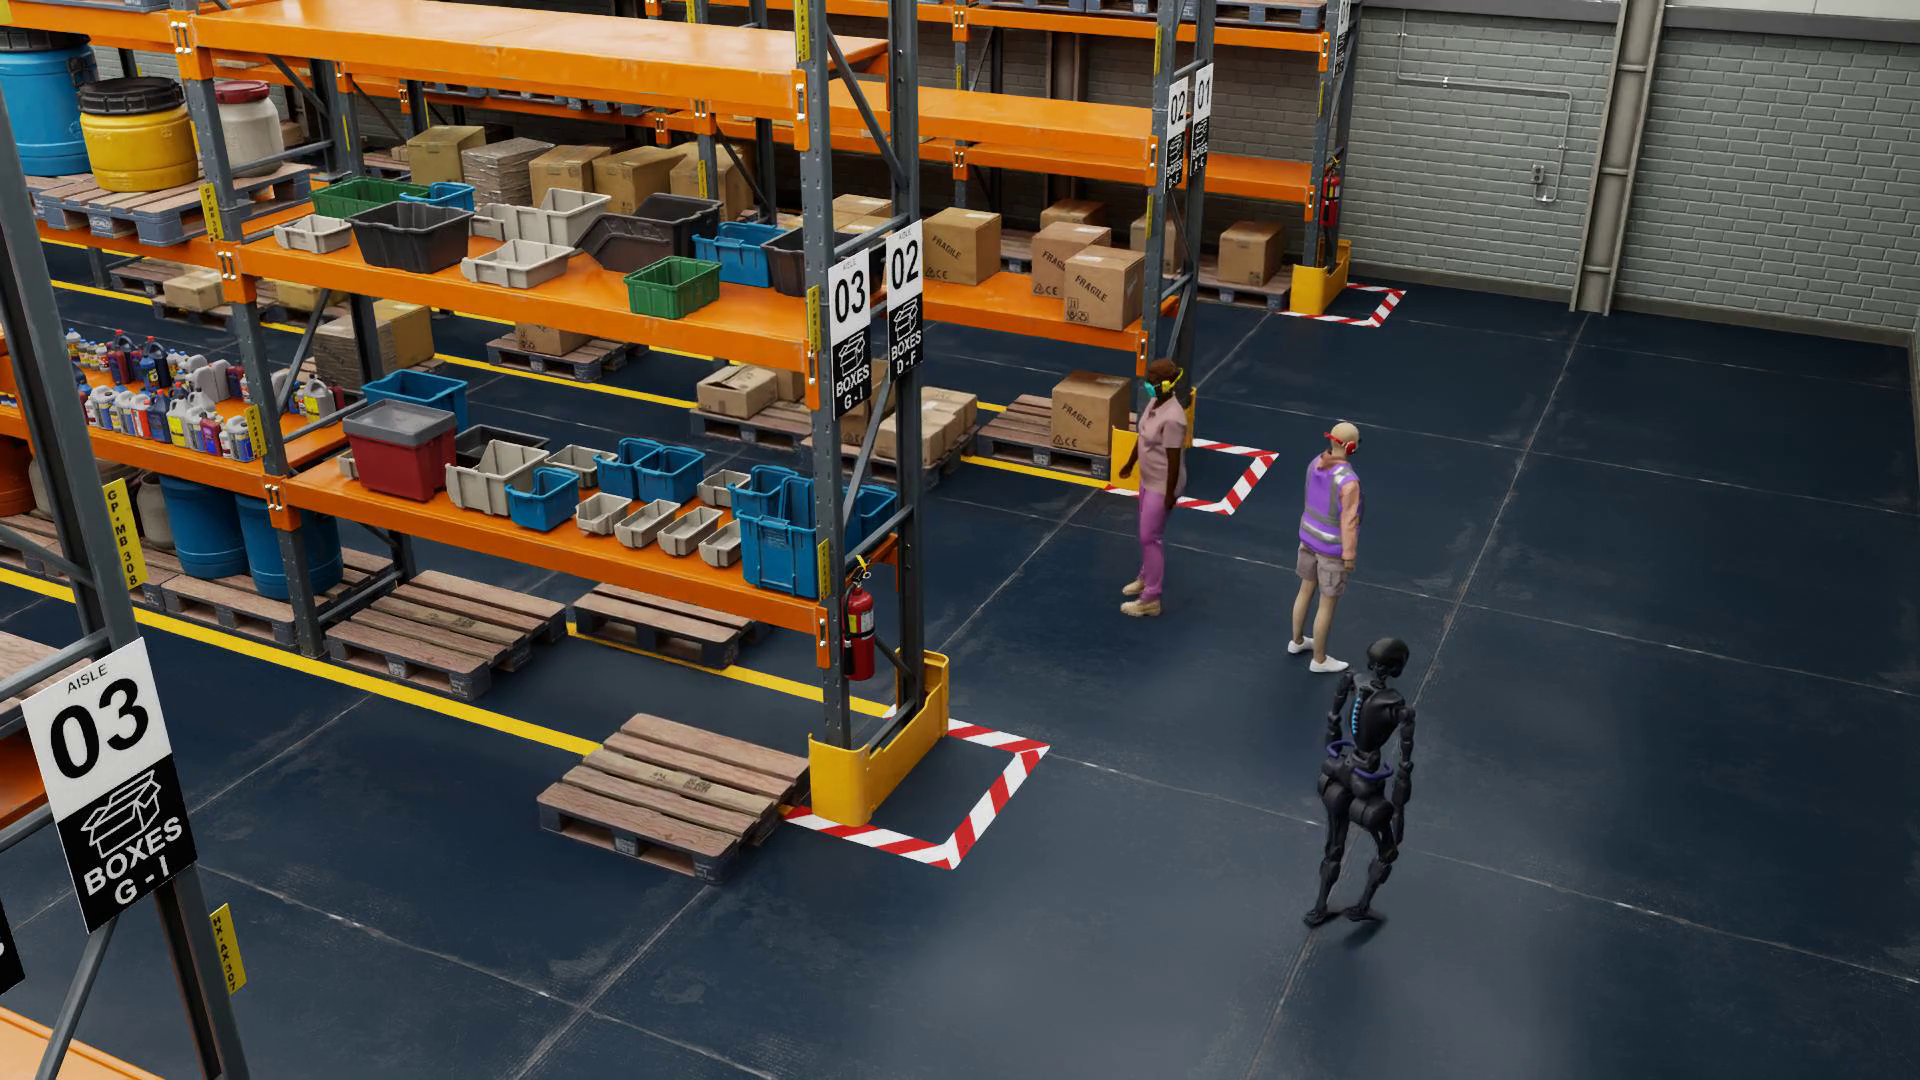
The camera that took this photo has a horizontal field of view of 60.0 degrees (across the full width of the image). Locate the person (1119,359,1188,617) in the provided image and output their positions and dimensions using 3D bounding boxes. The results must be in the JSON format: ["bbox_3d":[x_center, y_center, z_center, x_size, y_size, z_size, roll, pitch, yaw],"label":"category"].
[{"bbox_3d":[1.320,-0.374,11.348,0.444,1.793,0.552,-3,26,-6],"label":"person"}]

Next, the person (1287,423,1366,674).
[{"bbox_3d":[2.346,0.044,10.618,0.351,1.688,0.489,-11,28,-21],"label":"person"}]

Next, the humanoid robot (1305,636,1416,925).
[{"bbox_3d":[1.981,1.211,8.272,0.425,1.644,0.588,-16,30,-29],"label":"humanoid robot"}]
